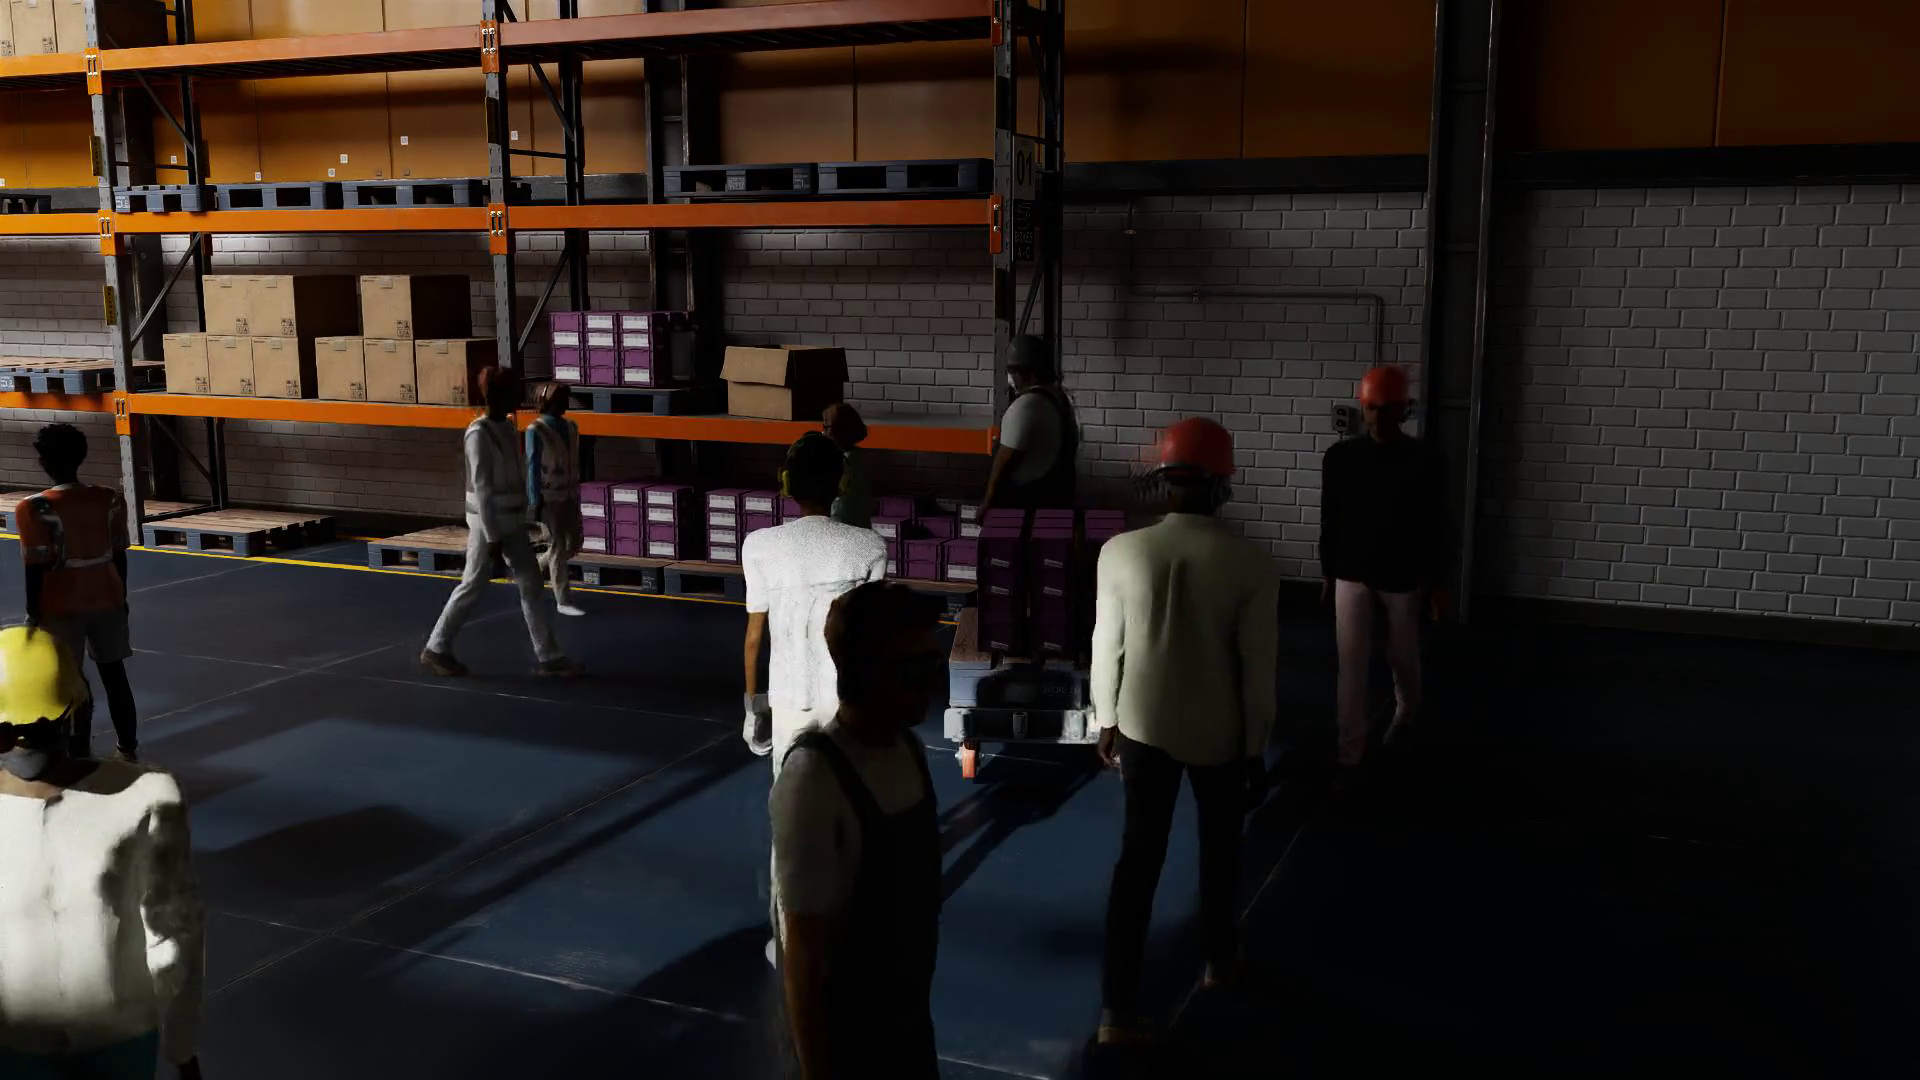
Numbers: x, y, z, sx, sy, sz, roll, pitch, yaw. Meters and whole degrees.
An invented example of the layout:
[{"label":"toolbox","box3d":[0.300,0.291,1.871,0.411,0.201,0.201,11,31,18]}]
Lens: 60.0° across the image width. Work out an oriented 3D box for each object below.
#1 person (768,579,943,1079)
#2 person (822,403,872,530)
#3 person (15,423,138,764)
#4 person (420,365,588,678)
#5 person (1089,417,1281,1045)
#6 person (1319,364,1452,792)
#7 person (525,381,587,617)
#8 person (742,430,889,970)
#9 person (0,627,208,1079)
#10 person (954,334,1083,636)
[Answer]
[{"label":"person","box3d":[-0.250,0.972,3.296,0.668,1.830,0.536,5,11,27]},{"label":"person","box3d":[-0.647,0.028,9.533,0.288,1.631,0.508,1,10,8]},{"label":"person","box3d":[-4.053,0.309,7.644,0.317,1.697,0.540,5,11,27]},{"label":"person","box3d":[-2.725,-0.094,9.647,0.979,1.845,0.596,1,10,8]},{"label":"person","box3d":[0.681,0.588,5.229,0.628,1.954,1.003,4,10,24]},{"label":"person","box3d":[2.016,0.144,7.875,0.625,1.966,0.914,5,11,26]},{"label":"person","box3d":[-2.823,-0.290,11.462,0.568,1.625,0.519,5,11,28]},{"label":"person","box3d":[-0.483,0.563,5.656,0.510,1.862,0.323,-1,10,-7]},{"label":"person","box3d":[-1.750,1.020,3.273,0.521,1.732,0.667,-7,12,-36]},{"label":"person","box3d":[0.369,-0.294,10.233,0.991,2.000,0.690,4,10,21]}]
